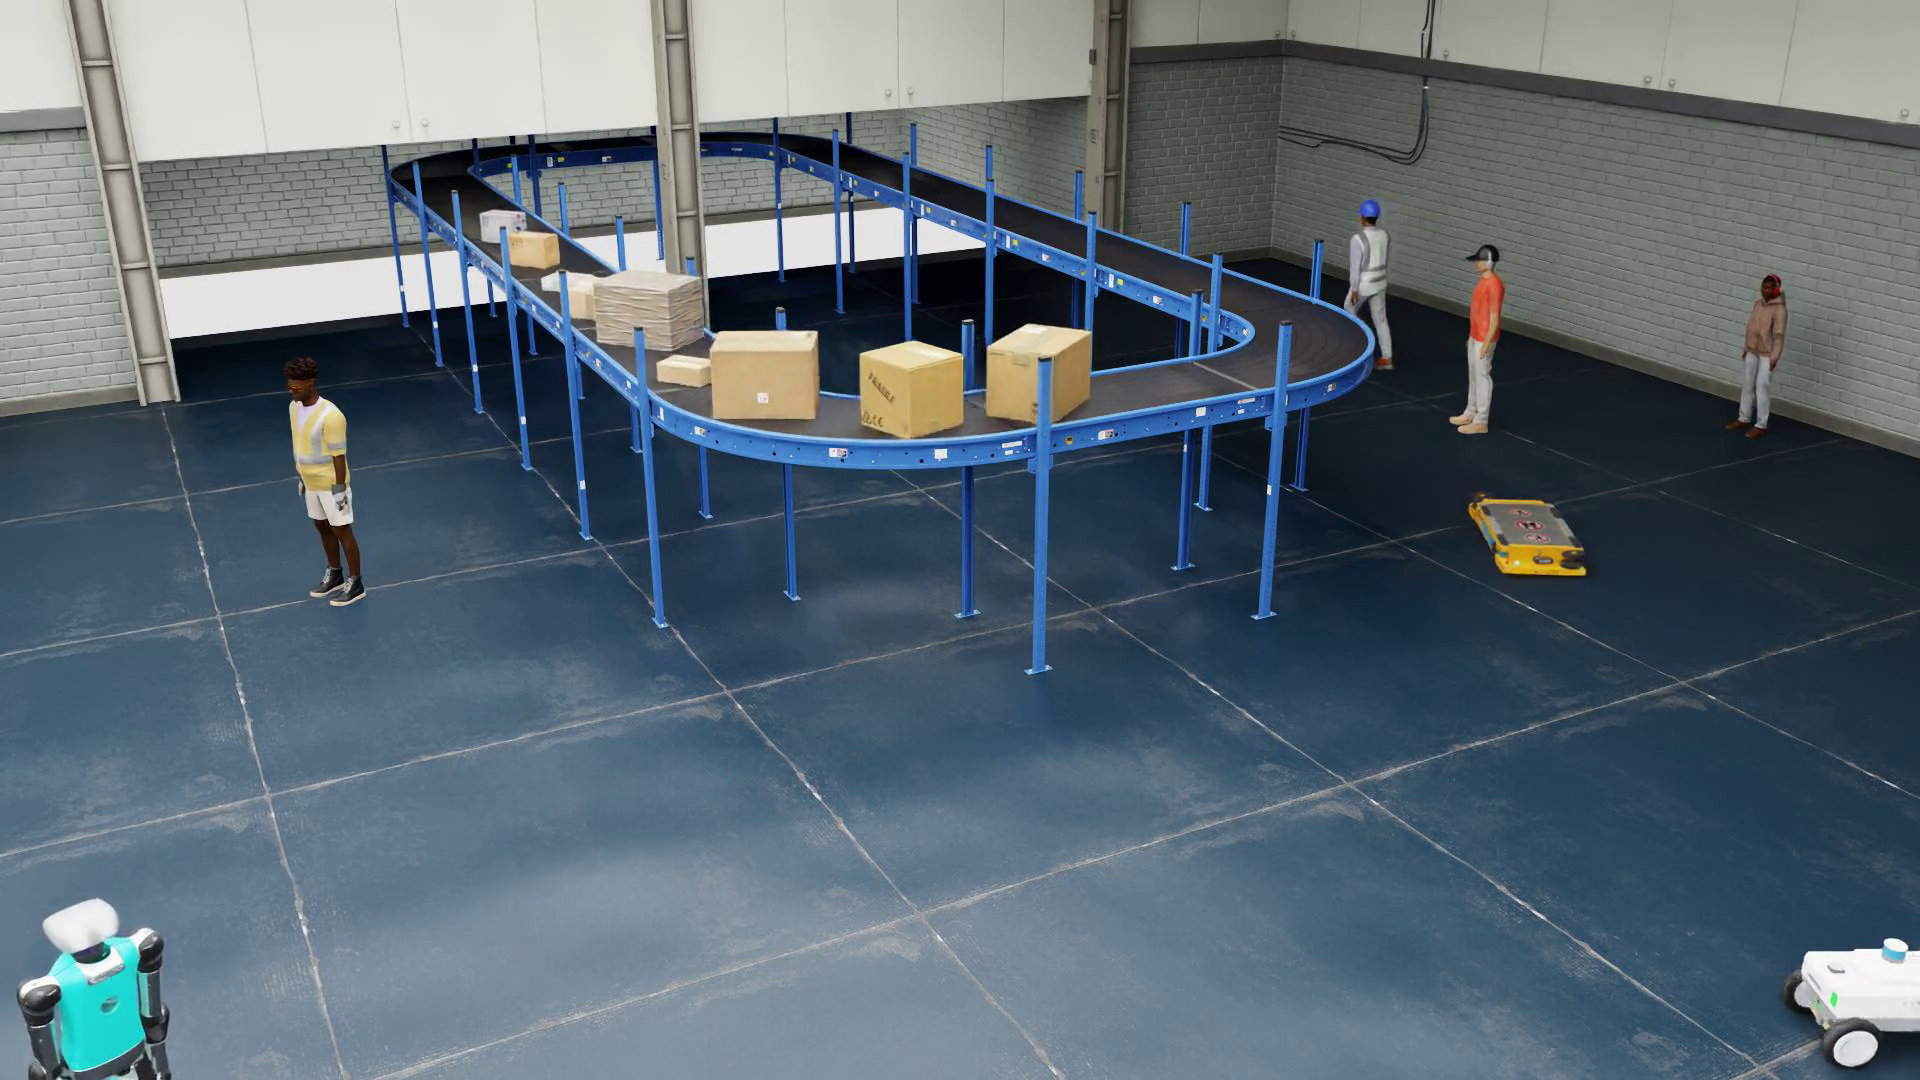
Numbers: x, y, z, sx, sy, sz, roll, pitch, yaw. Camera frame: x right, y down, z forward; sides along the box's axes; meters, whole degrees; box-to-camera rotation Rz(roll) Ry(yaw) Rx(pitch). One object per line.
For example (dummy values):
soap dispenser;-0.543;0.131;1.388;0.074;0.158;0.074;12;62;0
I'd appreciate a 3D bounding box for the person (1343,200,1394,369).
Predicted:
person;4.650;-2.905;18.899;0.630;1.894;1.008;-11;25;-26

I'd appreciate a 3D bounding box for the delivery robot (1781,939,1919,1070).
delivery robot;4.442;2.210;8.043;0.794;0.603;0.499;0;22;0

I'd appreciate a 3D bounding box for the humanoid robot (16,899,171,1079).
humanoid robot;-3.562;2.136;6.666;0.960;1.775;0.556;15;26;32

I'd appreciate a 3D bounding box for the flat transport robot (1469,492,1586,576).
flat transport robot;4.759;-0.052;14.003;0.659;0.231;1.431;2;22;5

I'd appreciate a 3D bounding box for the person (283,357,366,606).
person;-4.892;-0.461;12.767;0.602;1.959;0.372;16;27;35

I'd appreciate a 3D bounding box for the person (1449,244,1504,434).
person;5.184;-2.015;16.670;0.416;1.909;0.481;0;22;0

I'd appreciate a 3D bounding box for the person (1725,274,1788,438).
person;8.019;-1.846;16.604;0.318;1.645;0.483;-6;23;-14
